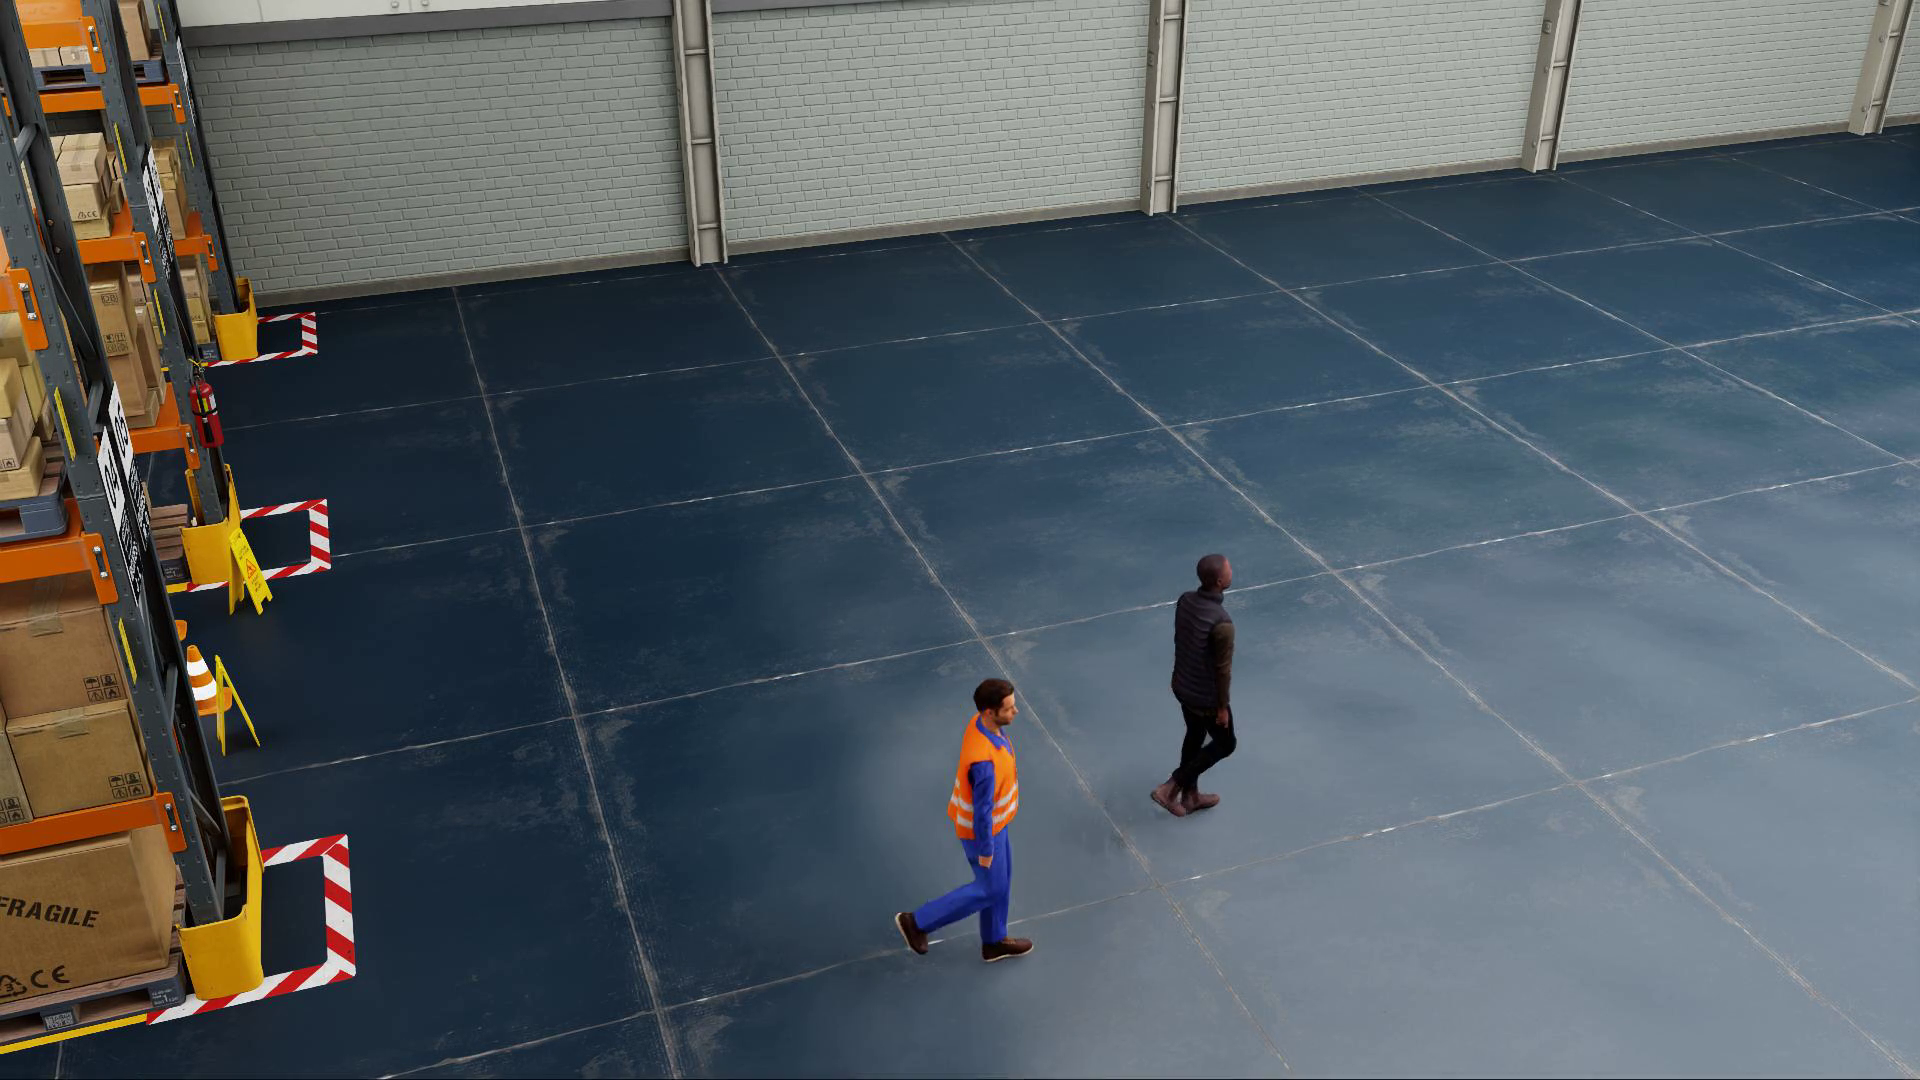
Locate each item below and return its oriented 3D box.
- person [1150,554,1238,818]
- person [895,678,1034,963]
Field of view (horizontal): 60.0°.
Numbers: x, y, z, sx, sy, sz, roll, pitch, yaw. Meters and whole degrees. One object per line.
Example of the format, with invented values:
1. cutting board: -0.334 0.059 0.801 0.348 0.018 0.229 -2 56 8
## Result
1. person: 1.395 0.933 10.065 0.758 1.825 0.724 -10 30 -19
2. person: 0.039 1.535 8.918 1.092 1.841 0.866 0 28 0
